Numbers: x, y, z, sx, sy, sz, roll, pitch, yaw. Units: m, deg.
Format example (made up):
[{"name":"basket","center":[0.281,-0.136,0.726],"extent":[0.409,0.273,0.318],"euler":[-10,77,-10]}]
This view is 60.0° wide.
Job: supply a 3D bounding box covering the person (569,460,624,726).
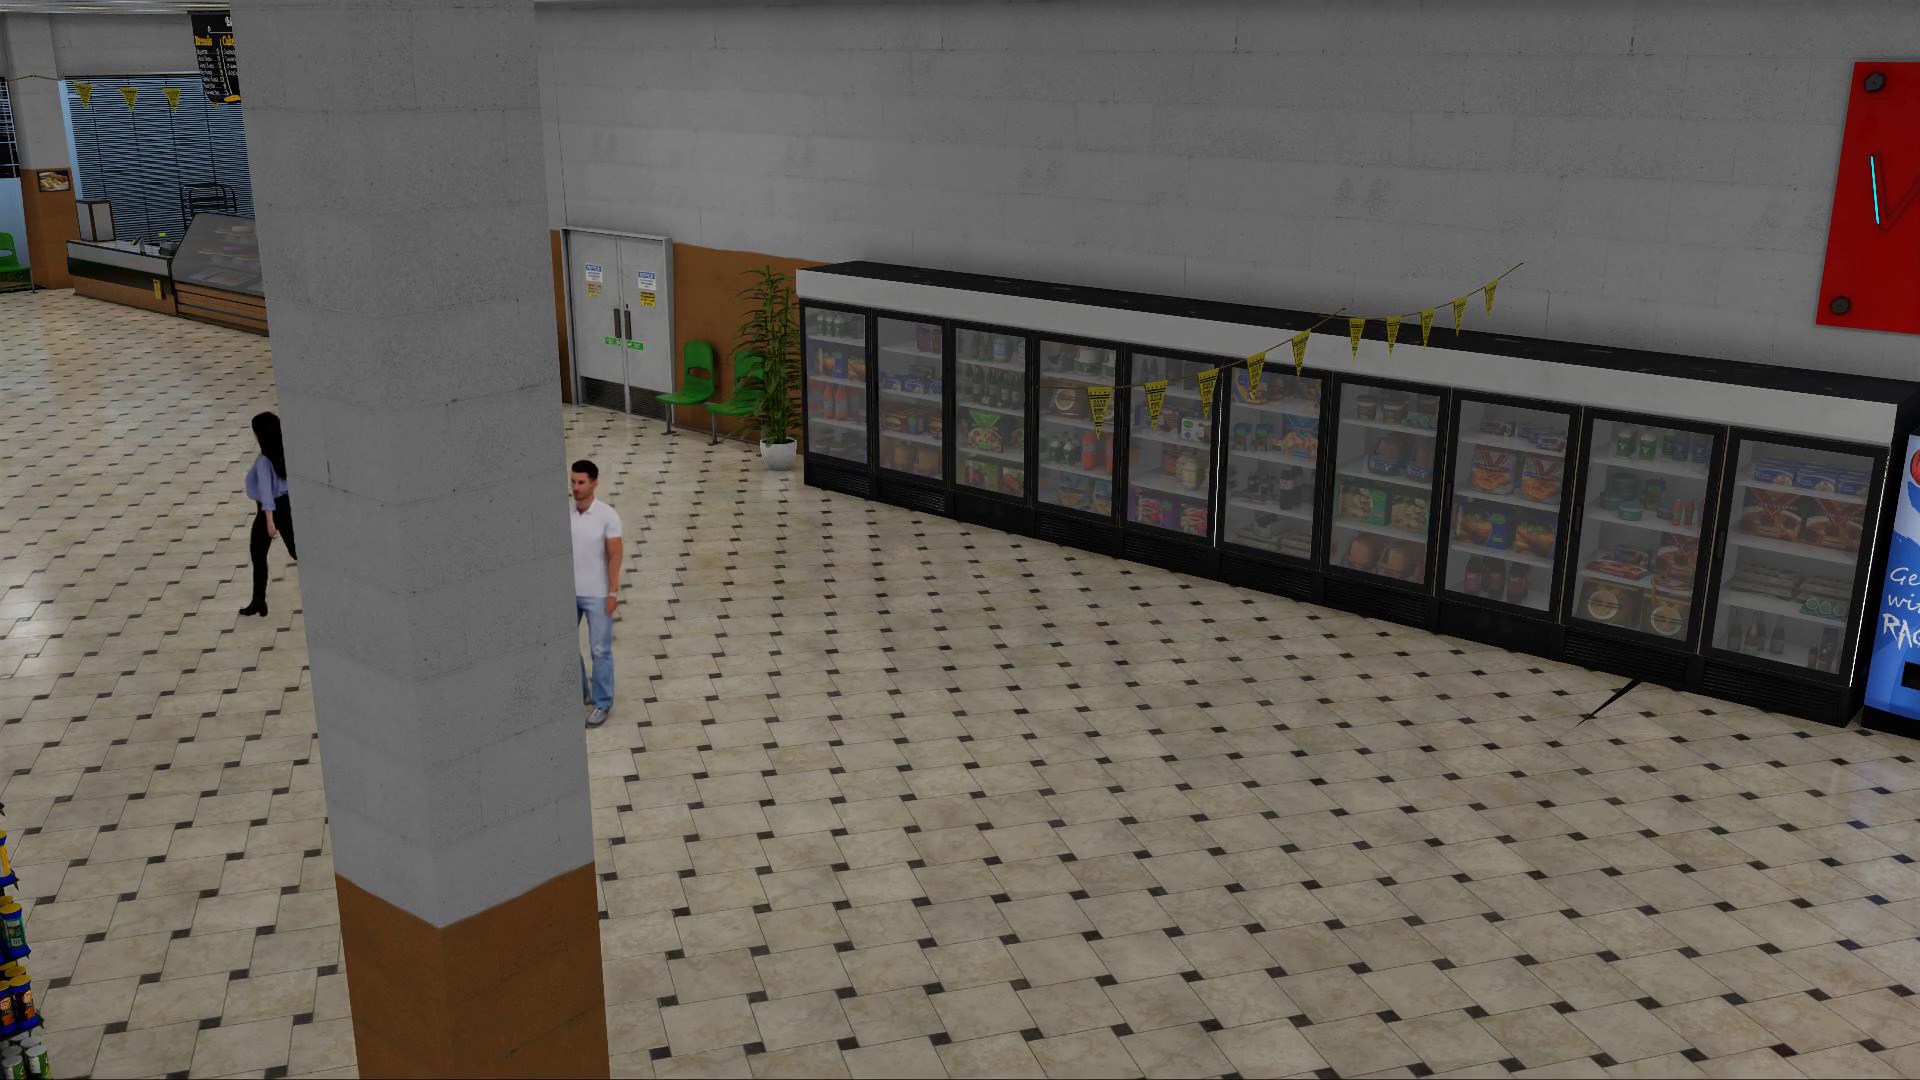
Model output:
[{"name":"person","center":[-2.570,0.331,11.573],"extent":[0.781,1.859,0.765],"euler":[7,18,22]}]
